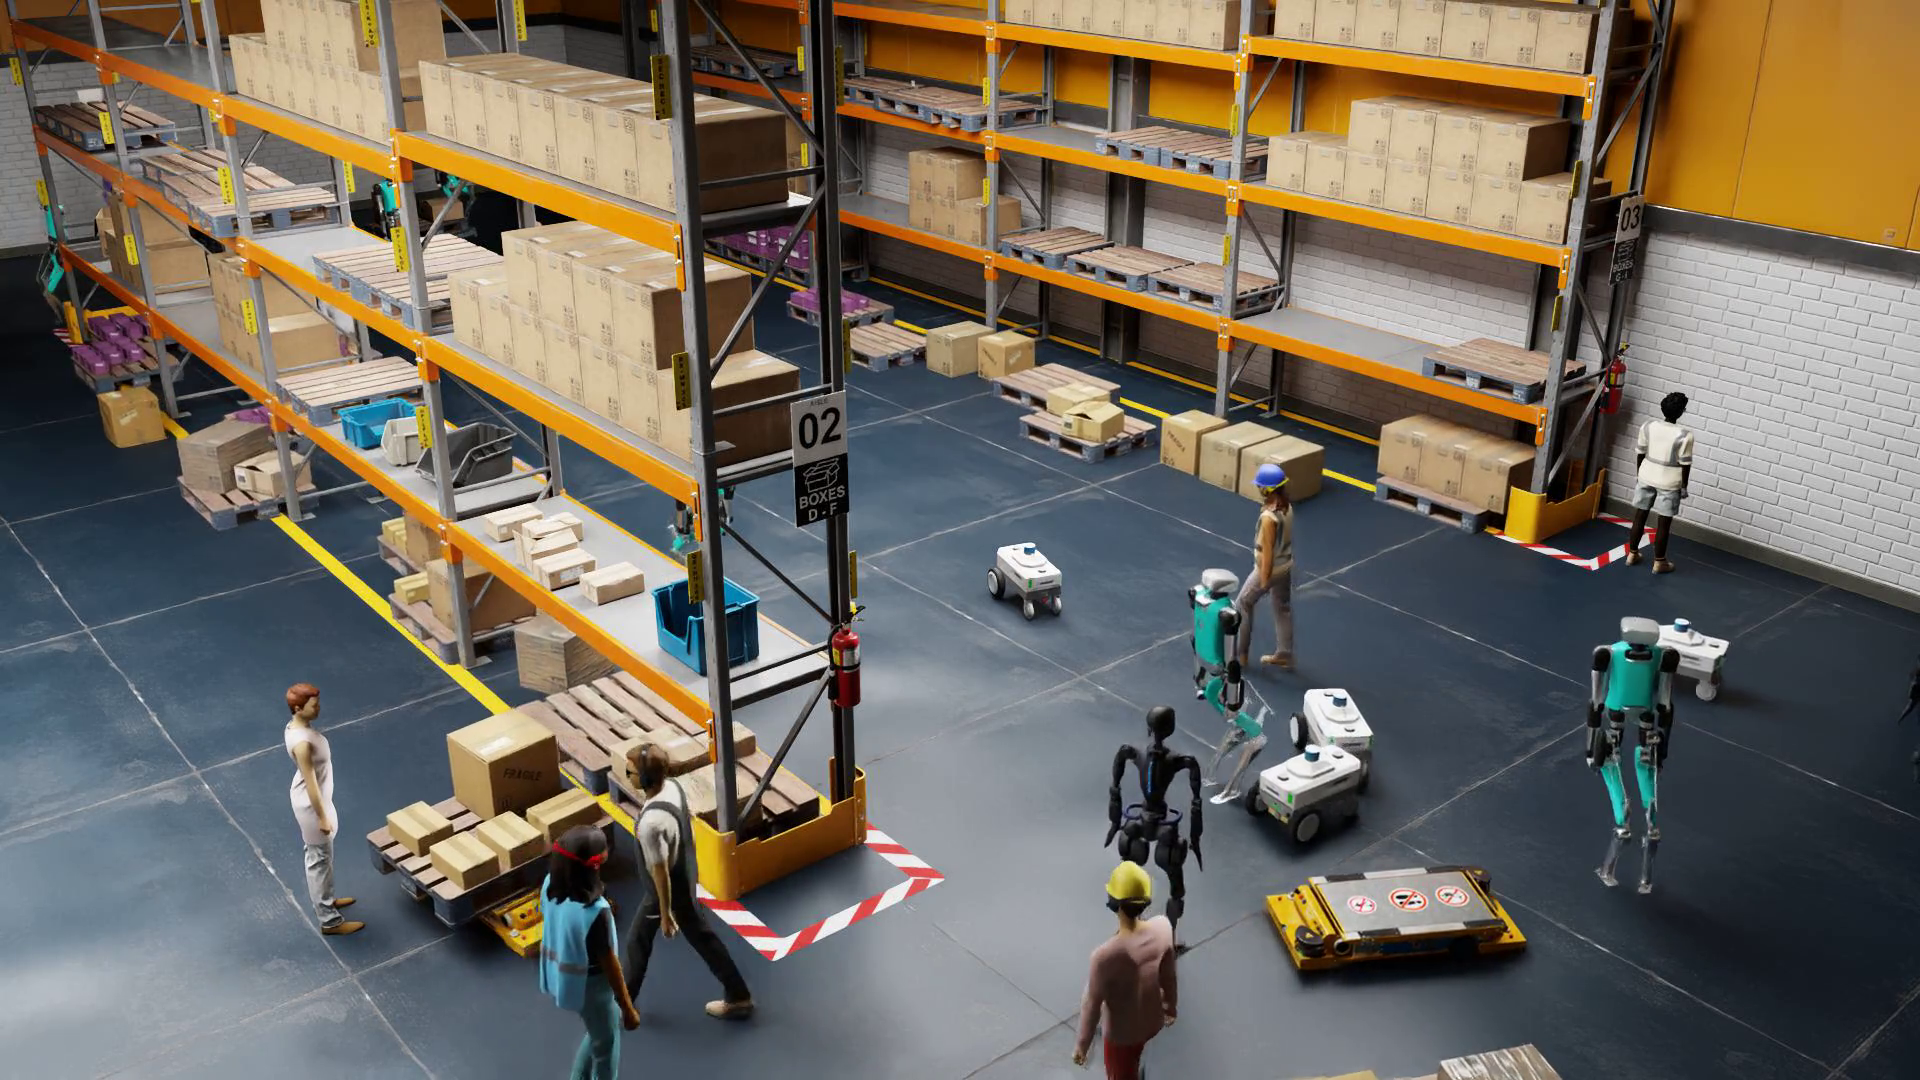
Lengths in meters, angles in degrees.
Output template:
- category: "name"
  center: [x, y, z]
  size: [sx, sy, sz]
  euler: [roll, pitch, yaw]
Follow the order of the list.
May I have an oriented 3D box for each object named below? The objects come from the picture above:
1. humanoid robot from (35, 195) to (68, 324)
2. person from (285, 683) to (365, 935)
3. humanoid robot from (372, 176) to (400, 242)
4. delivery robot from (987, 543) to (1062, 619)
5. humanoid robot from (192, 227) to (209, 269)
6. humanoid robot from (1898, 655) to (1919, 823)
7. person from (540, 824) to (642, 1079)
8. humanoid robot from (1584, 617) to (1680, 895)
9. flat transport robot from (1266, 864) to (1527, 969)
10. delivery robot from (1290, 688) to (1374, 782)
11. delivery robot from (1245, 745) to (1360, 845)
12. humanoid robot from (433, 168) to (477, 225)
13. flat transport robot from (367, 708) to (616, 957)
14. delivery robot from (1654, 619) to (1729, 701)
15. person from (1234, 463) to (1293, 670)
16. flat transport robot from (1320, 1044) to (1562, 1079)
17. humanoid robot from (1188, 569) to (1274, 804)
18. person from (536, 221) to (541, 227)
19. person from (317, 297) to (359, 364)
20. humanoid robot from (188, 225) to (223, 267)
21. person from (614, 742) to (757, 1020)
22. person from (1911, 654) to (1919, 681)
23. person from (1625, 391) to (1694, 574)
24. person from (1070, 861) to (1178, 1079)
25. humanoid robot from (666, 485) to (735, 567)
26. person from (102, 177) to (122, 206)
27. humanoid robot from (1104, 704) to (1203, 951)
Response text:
- category: "humanoid robot"
  center: [-12.399, -3.786, 22.593]
  size: [0.714, 1.820, 0.543]
  euler: [-20, 30, -38]
- category: "person"
  center: [-3.911, 1.624, 10.128]
  size: [0.283, 1.657, 0.450]
  euler: [-11, 26, -24]
- category: "humanoid robot"
  center: [-8.031, -4.482, 24.002]
  size: [0.533, 1.677, 0.735]
  euler: [-19, 30, -36]
- category: "delivery robot"
  center: [0.594, 0.311, 14.568]
  size: [0.499, 0.599, 0.784]
  euler: [-10, 25, -21]
- category: "humanoid robot"
  center: [-11.654, -4.870, 25.154]
  size: [0.599, 1.662, 0.323]
  euler: [12, 26, 25]
- category: "humanoid robot"
  center: [6.727, 1.155, 11.203]
  size: [0.611, 1.631, 0.566]
  euler: [6, 24, 13]
- category: "person"
  center: [-1.864, 2.261, 8.408]
  size: [0.453, 1.853, 0.572]
  euler: [-18, 29, -36]
- category: "humanoid robot"
  center: [4.245, 1.428, 10.495]
  size: [0.541, 1.779, 0.796]
  euler: [2, 23, 4]
- category: "flat transport robot"
  center: [2.681, 2.323, 10.265]
  size: [1.431, 0.231, 0.659]
  euler: [-3, 24, -8]
- category: "delivery robot"
  center: [2.737, 1.379, 12.078]
  size: [0.499, 0.586, 0.780]
  euler: [-2, 23, -4]
- category: "delivery robot"
  center: [2.383, 1.680, 11.372]
  size: [0.774, 0.579, 0.499]
  euler: [-15, 27, -31]
- category: "humanoid robot"
  center: [-8.423, -6.012, 27.741]
  size: [0.822, 1.796, 0.539]
  euler: [9, 25, 20]
- category: "flat transport robot"
  center: [-2.909, 2.156, 10.651]
  size: [1.431, 0.231, 0.659]
  euler: [21, 31, 40]
- category: "delivery robot"
  center: [5.658, 0.905, 13.174]
  size: [0.777, 0.585, 0.499]
  euler: [14, 27, 30]
- category: "person"
  center: [2.405, 0.206, 13.297]
  size: [0.709, 1.754, 0.490]
  euler: [15, 27, 31]
- category: "flat transport robot"
  center: [2.206, 3.289, 8.027]
  size: [0.659, 0.231, 1.431]
  euler: [-6, 24, -13]
- category: "humanoid robot"
  center: [1.904, 1.009, 11.463]
  size: [0.664, 1.806, 0.534]
  euler: [-10, 25, -21]
- category: "person"
  center: [-5.144, -2.973, 20.465]
  size: [0.403, 1.909, 0.642]
  euler: [14, 27, 29]
- category: "person"
  center: [-7.338, -2.577, 19.756]
  size: [0.585, 1.733, 0.411]
  euler: [-19, 30, -38]
- category: "humanoid robot"
  center: [-10.435, -3.979, 23.100]
  size: [0.557, 1.633, 0.608]
  euler: [9, 25, 19]
- category: "person"
  center: [-1.621, 1.922, 9.270]
  size: [0.974, 1.794, 0.526]
  euler: [4, 24, 10]
- category: "person"
  center: [7.799, 0.268, 12.945]
  size: [0.546, 1.923, 0.386]
  euler: [15, 27, 30]
- category: "person"
  center: [6.346, -0.525, 15.055]
  size: [0.320, 1.697, 0.532]
  euler: [-18, 29, -36]
- category: "person"
  center: [0.824, 2.403, 8.217]
  size: [0.443, 1.735, 0.609]
  euler: [21, 31, 40]
- category: "humanoid robot"
  center: [-2.255, -0.178, 14.270]
  size: [0.536, 1.834, 0.736]
  euler: [-15, 28, -31]
- category: "person"
  center: [-12.805, -5.098, 25.379]
  size: [0.628, 1.904, 0.552]
  euler: [-12, 26, -25]
- category: "humanoid robot"
  center: [1.143, 1.745, 9.847]
  size: [0.612, 1.647, 0.388]
  euler: [9, 25, 19]
